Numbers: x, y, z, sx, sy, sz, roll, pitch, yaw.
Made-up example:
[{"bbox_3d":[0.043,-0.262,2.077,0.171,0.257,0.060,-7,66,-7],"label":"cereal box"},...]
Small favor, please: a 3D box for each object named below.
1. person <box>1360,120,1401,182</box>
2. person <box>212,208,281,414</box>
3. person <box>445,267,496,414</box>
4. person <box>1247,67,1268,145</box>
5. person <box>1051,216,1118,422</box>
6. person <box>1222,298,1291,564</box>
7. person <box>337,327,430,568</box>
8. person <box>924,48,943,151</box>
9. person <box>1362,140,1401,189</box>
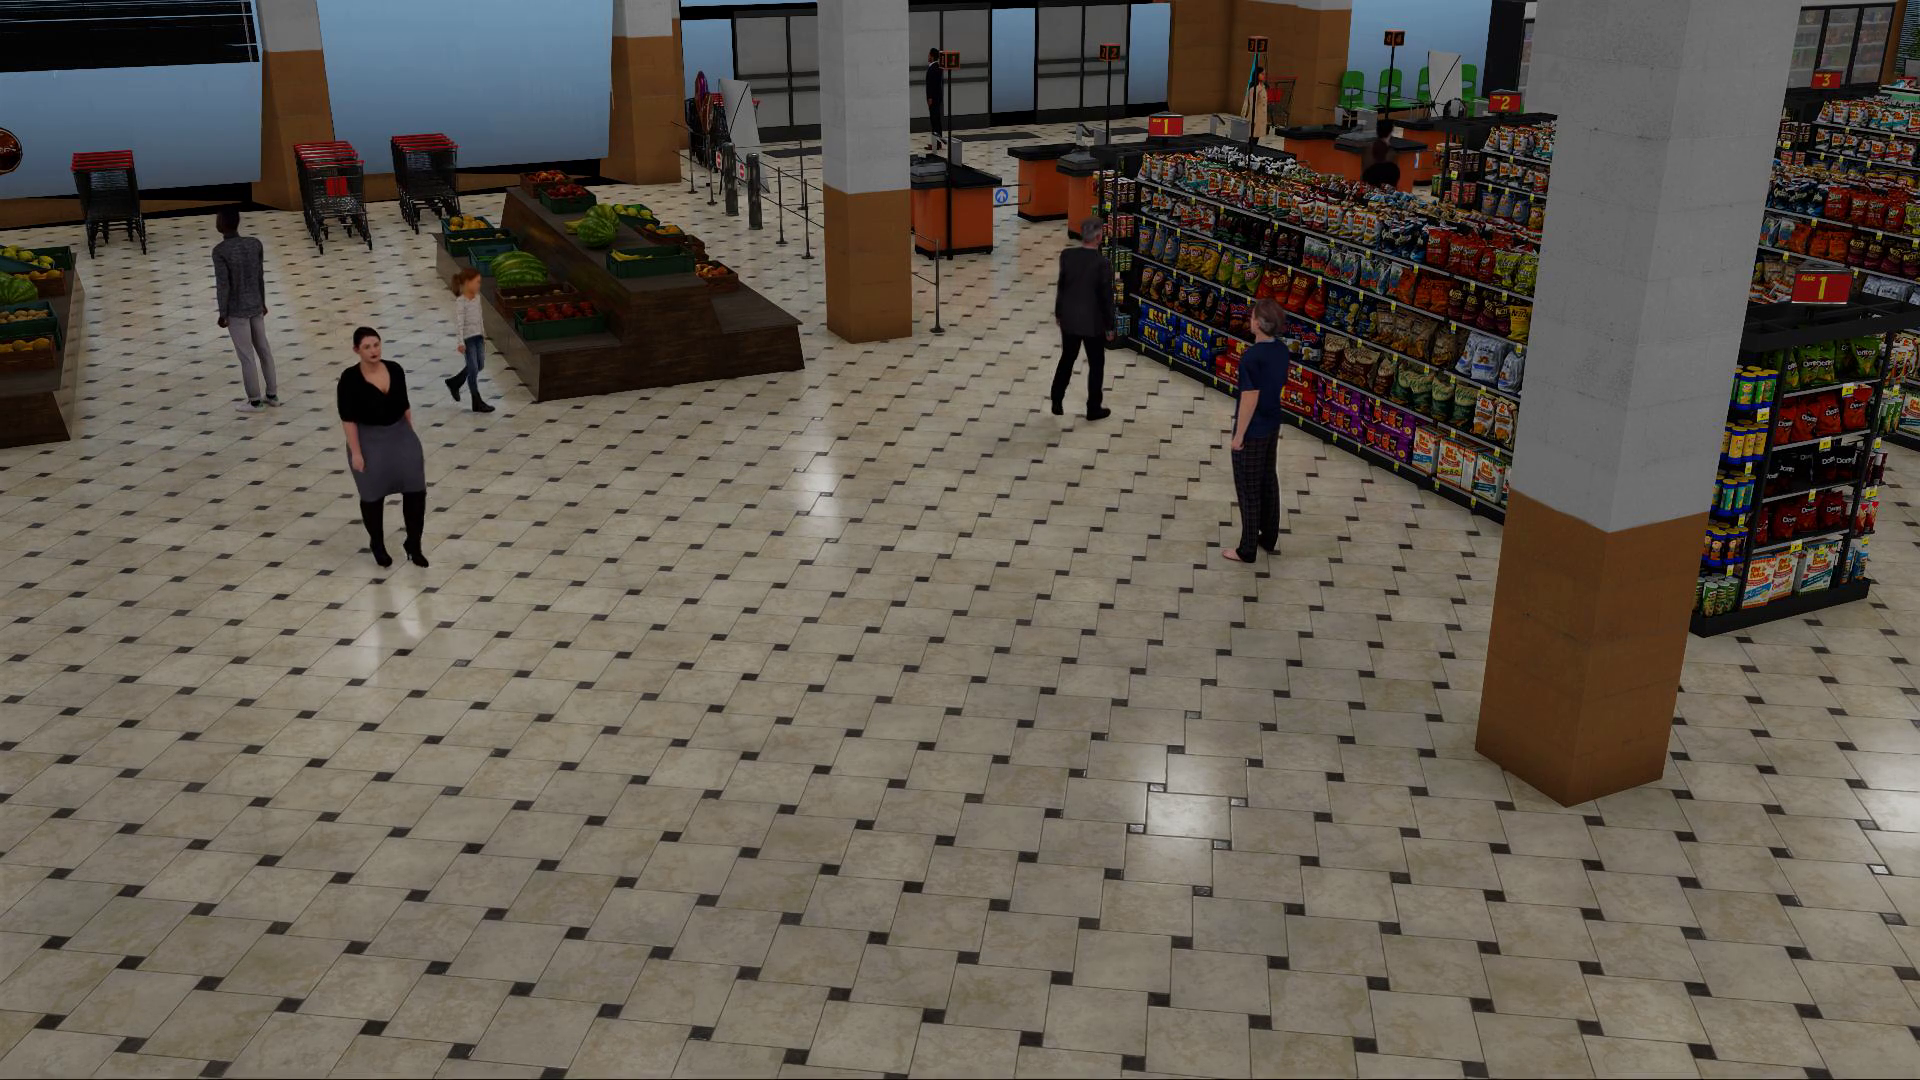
[{"bbox_3d":[4.860,-3.967,19.602,1.091,1.869,0.980,18,28,38],"label":"person"},{"bbox_3d":[-6.407,-2.063,14.906,0.786,1.839,0.752,10,24,23],"label":"person"},{"bbox_3d":[-4.454,-1.807,14.986,0.845,1.303,0.772,10,24,23],"label":"person"},{"bbox_3d":[4.761,-6.763,26.812,0.733,1.682,0.709,11,24,26],"label":"person"},{"bbox_3d":[1.055,-1.915,14.549,1.007,1.829,1.055,14,26,31],"label":"person"},{"bbox_3d":[2.086,-0.770,11.644,0.677,1.871,0.730,19,29,39],"label":"person"},{"bbox_3d":[-4.042,-0.639,11.493,0.796,1.739,0.833,-20,29,-40],"label":"person"},{"bbox_3d":[-0.444,-7.733,29.168,0.768,1.726,0.680,5,22,13],"label":"person"},{"bbox_3d":[4.692,-3.585,18.719,0.676,1.818,0.581,-12,25,-28],"label":"person"}]
